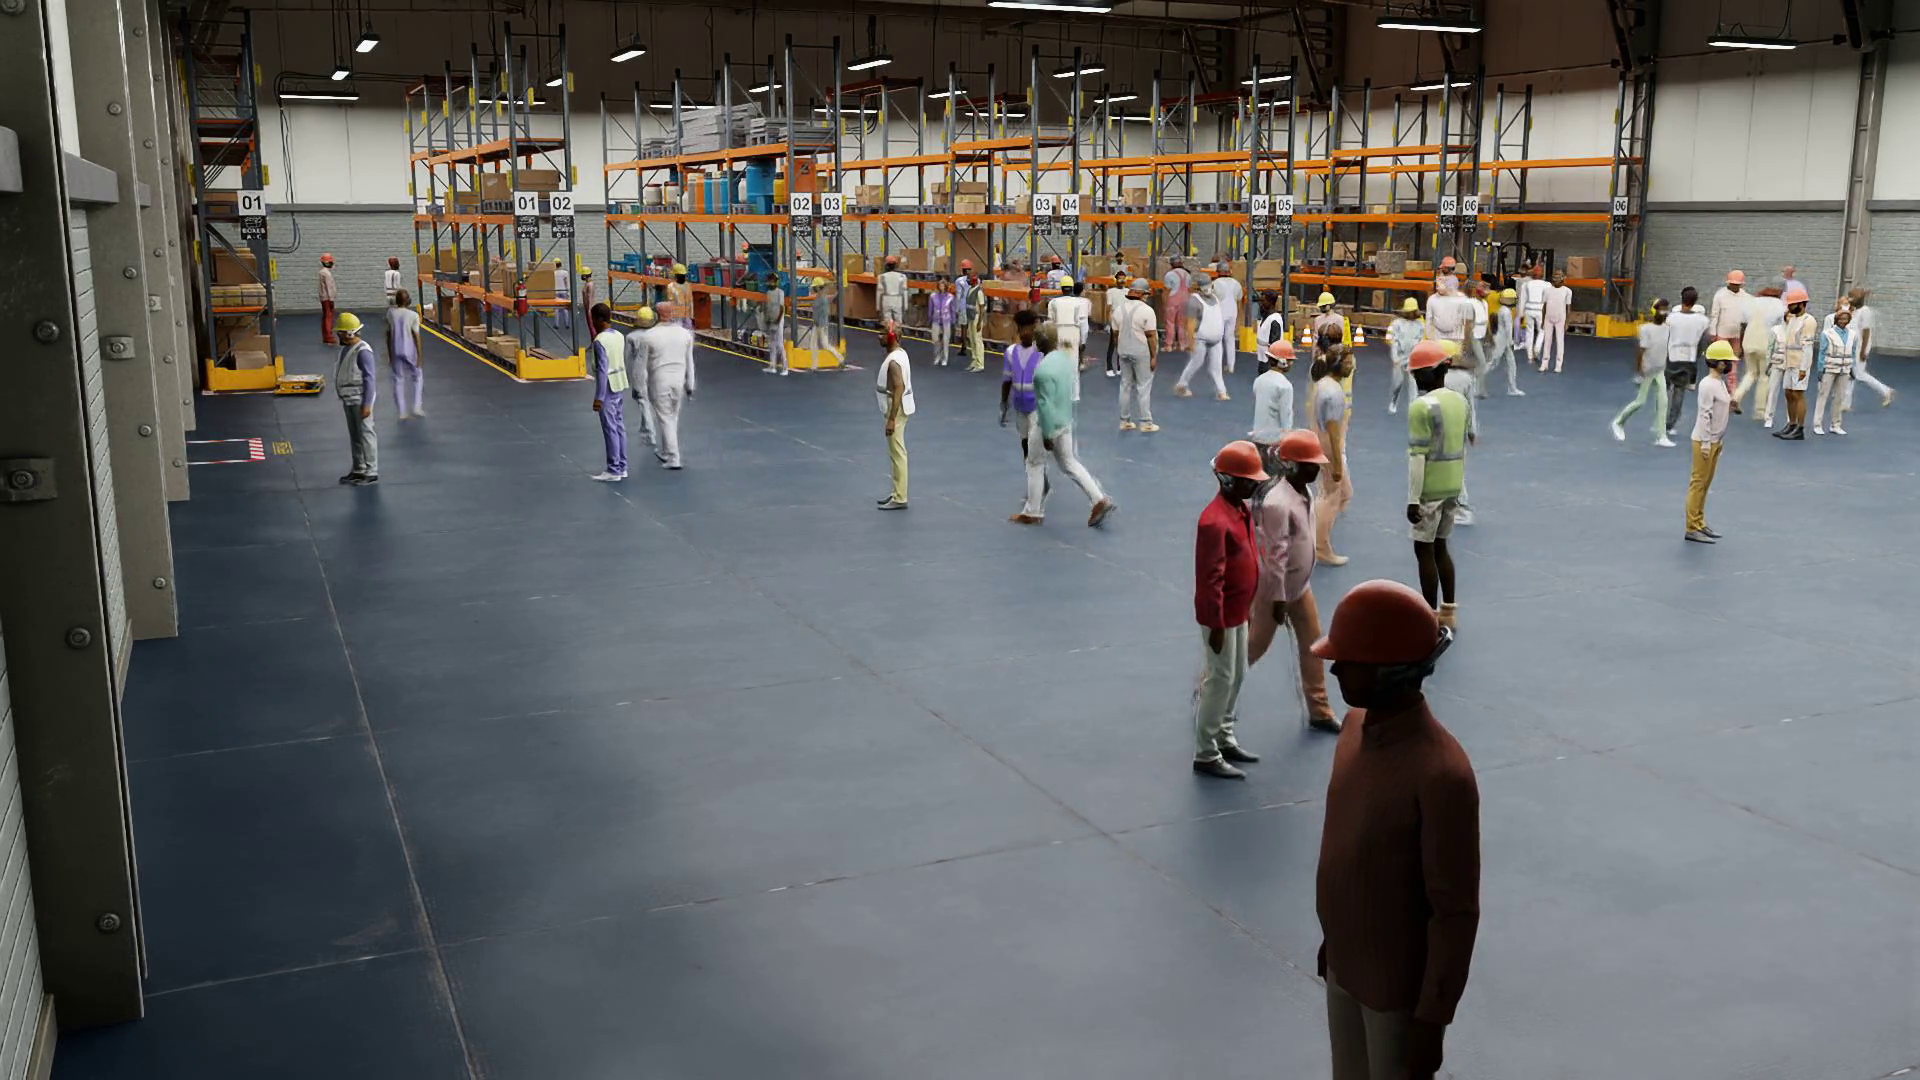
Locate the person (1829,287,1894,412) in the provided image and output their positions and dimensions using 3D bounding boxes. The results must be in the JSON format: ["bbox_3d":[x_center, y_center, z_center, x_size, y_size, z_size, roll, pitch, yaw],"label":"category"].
[{"bbox_3d":[13.097,-2.744,24.062,0.779,1.813,0.564,1,11,6],"label":"person"}]

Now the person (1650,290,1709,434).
[{"bbox_3d":[9.397,-2.318,21.742,0.647,1.877,0.485,1,11,4],"label":"person"}]

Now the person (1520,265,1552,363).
[{"bbox_3d":[11.086,-4.340,32.019,0.615,1.868,0.453,6,13,27],"label":"person"}]

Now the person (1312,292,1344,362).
[{"bbox_3d":[5.225,-2.645,23.711,0.342,1.752,0.535,-8,14,-36],"label":"person"}]

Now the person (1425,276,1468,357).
[{"bbox_3d":[7.910,-3.339,26.973,0.719,1.863,0.613,4,12,20],"label":"person"}]

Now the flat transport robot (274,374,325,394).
[{"bbox_3d":[-10.680,-2.531,26.907,0.652,0.197,1.431,-3,12,-16],"label":"flat transport robot"}]

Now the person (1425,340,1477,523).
[{"bbox_3d":[4.561,-1.031,15.644,0.492,1.686,0.893,-6,13,-28],"label":"person"}]

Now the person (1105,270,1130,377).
[{"bbox_3d":[2.810,-3.820,29.386,0.533,1.868,0.310,-6,12,-27],"label":"person"}]

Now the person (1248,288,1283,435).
[{"bbox_3d":[3.958,-2.255,21.306,0.392,1.919,0.591,-1,11,-4],"label":"person"}]

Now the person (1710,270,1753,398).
[{"bbox_3d":[12.035,-3.207,25.966,0.612,1.986,0.401,1,11,6],"label":"person"}]

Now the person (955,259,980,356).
[{"bbox_3d":[0.148,-4.695,33.645,0.542,1.943,0.349,-5,12,-23],"label":"person"}]

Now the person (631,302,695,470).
[{"bbox_3d":[-3.406,-1.762,18.916,0.668,1.860,0.946,-9,14,-37],"label":"person"}]

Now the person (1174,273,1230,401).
[{"bbox_3d":[3.739,-3.184,25.714,0.727,2.000,0.838,-9,14,-40],"label":"person"}]

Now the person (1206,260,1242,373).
[{"bbox_3d":[4.716,-4.040,30.064,0.688,2.000,0.536,-5,12,-23],"label":"person"}]

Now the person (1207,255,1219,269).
[{"bbox_3d":[7.822,-7.964,51.158,0.510,1.593,0.852,-2,11,-12],"label":"person"}]

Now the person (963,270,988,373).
[{"bbox_3d":[0.292,-3.957,30.143,0.377,1.841,0.567,-4,12,-19],"label":"person"}]

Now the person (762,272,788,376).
[{"bbox_3d":[-3.353,-3.866,29.758,0.379,1.836,0.742,-10,15,-41],"label":"person"}]

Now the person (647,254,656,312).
[{"bbox_3d":[-8.637,-7.174,46.809,0.362,1.738,0.487,2,11,12],"label":"person"}]

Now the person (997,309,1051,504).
[{"bbox_3d":[0.693,-1.314,16.465,0.623,1.935,0.456,9,14,37],"label":"person"}]

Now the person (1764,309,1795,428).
[{"bbox_3d":[11.084,-2.307,22.311,0.519,1.633,0.314,6,13,28],"label":"person"}]

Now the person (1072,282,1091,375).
[{"bbox_3d":[2.048,-3.677,29.141,0.592,1.670,0.397,-8,14,-35],"label":"person"}]

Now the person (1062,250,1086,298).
[{"bbox_3d":[2.658,-5.705,38.516,0.608,2.044,0.370,-5,12,-24],"label":"person"}]

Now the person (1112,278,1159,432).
[{"bbox_3d":[2.373,-2.459,22.029,0.679,2.000,0.537,11,16,44],"label":"person"}]

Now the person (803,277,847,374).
[{"bbox_3d":[-2.448,-3.855,29.887,0.717,1.747,0.531,-7,13,-31],"label":"person"}]

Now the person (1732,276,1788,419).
[{"bbox_3d":[11.256,-2.695,23.229,0.590,2.000,0.712,-7,13,-30],"label":"person"}]

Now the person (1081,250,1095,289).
[{"bbox_3d":[3.524,-7.278,47.028,0.624,1.845,0.430,-1,11,-4],"label":"person"}]

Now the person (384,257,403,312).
[{"bbox_3d":[-12.677,-5.387,37.310,0.576,1.881,0.352,9,14,39],"label":"person"}]

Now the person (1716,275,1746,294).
[{"bbox_3d":[15.156,-4.390,32.692,0.564,1.699,0.879,0,11,1],"label":"person"}]

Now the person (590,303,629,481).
[{"bbox_3d":[-3.786,-1.593,17.954,0.392,1.914,0.587,2,11,9],"label":"person"}]

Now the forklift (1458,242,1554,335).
[{"bbox_3d":[13.047,-6.049,39.881,2.313,2.155,1.214,-5,12,-23],"label":"forklift"}]

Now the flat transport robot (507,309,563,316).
[{"bbox_3d":[-11.864,-6.365,46.389,1.431,0.197,0.652,0,11,0],"label":"flat transport robot"}]

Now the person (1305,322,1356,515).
[{"bbox_3d":[3.513,-1.157,15.920,0.430,1.845,0.619,9,14,39],"label":"person"}]

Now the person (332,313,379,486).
[{"bbox_3d":[-6.411,-1.491,17.649,0.404,1.829,0.592,-10,15,-42],"label":"person"}]

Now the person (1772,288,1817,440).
[{"bbox_3d":[10.648,-2.240,21.228,0.391,1.923,0.554,0,11,1],"label":"person"}]

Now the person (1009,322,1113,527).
[{"bbox_3d":[0.928,-1.045,15.223,0.931,1.908,0.641,6,13,27],"label":"person"}]

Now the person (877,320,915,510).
[{"bbox_3d":[-0.628,-1.213,16.189,0.389,1.847,0.563,0,11,-1],"label":"person"}]

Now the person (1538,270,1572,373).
[{"bbox_3d":[10.780,-3.954,30.126,0.505,1.846,0.346,8,14,36],"label":"person"}]
